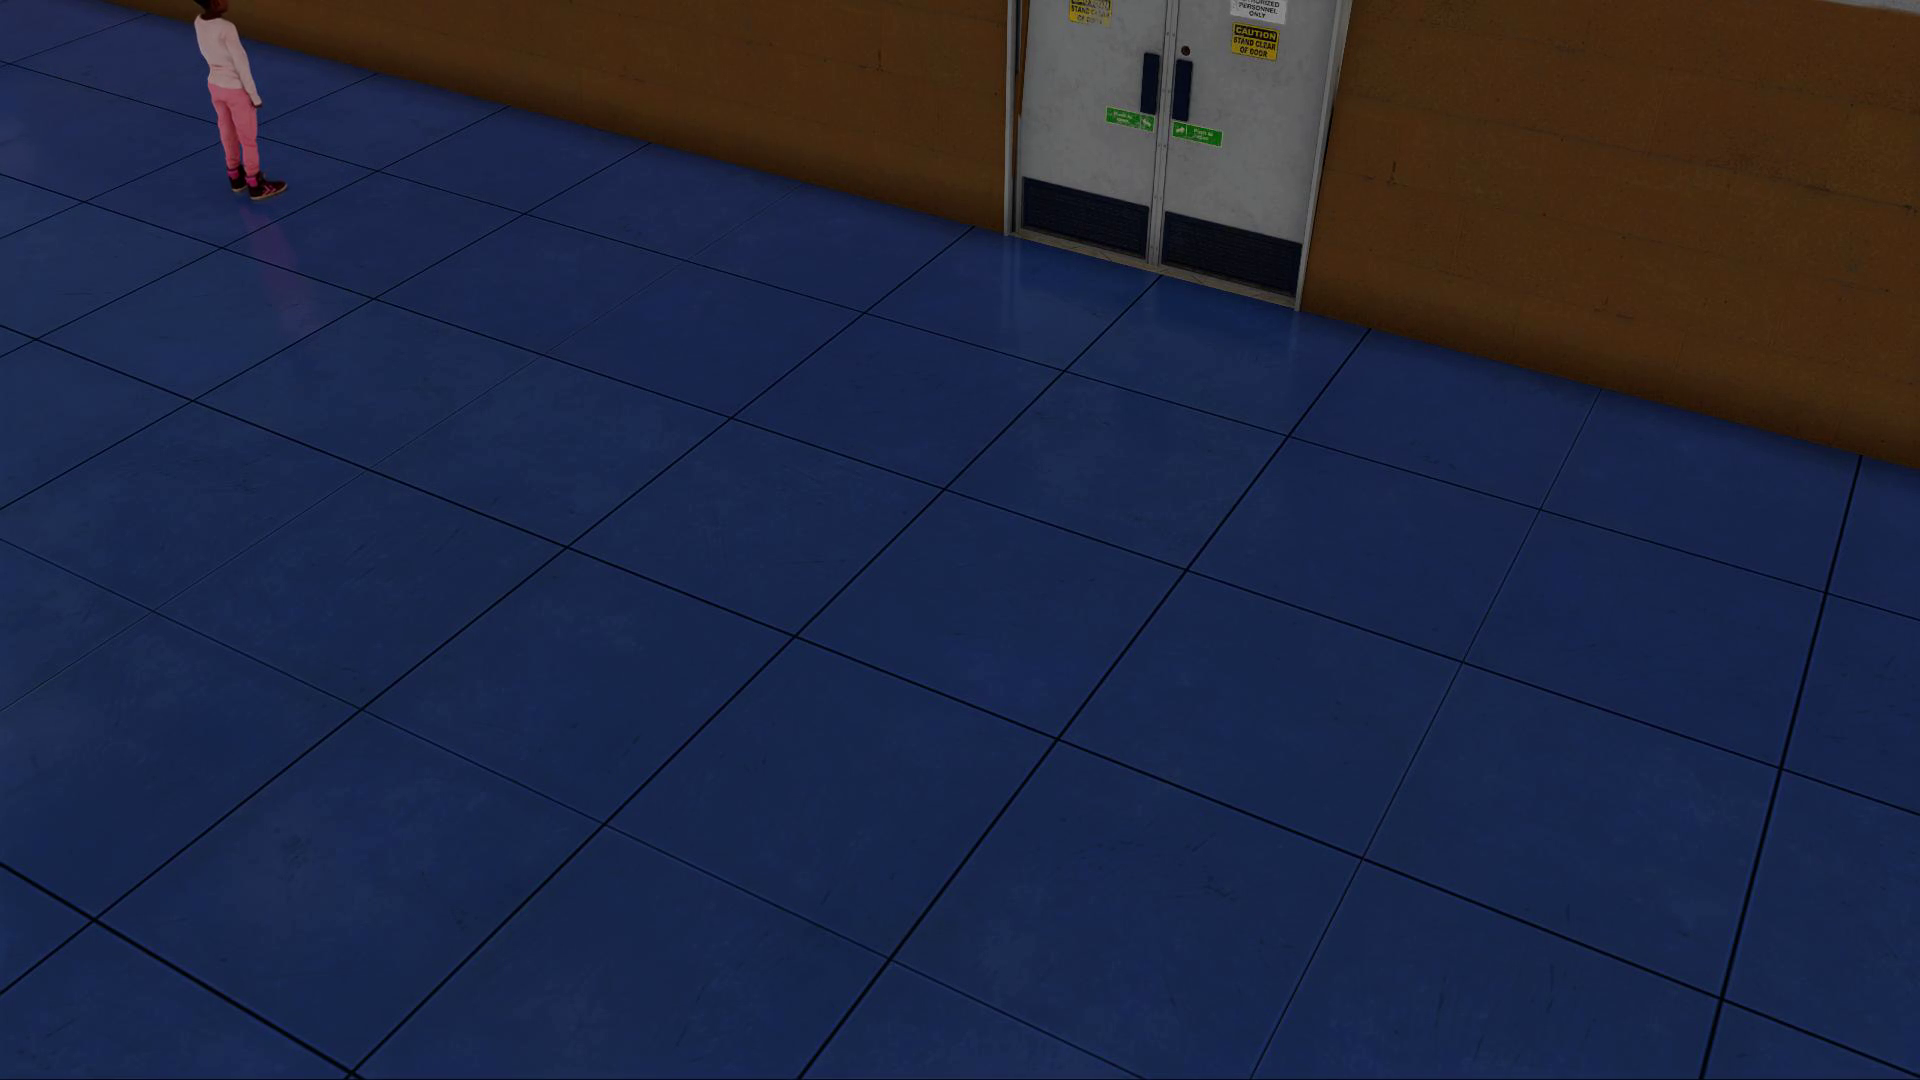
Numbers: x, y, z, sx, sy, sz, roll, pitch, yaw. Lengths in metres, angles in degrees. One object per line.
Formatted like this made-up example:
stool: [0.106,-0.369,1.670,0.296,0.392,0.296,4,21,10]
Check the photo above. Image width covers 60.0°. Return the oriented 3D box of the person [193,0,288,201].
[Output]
person: [-4.749,-2.946,10.814,0.552,1.444,0.526,23,43,28]
